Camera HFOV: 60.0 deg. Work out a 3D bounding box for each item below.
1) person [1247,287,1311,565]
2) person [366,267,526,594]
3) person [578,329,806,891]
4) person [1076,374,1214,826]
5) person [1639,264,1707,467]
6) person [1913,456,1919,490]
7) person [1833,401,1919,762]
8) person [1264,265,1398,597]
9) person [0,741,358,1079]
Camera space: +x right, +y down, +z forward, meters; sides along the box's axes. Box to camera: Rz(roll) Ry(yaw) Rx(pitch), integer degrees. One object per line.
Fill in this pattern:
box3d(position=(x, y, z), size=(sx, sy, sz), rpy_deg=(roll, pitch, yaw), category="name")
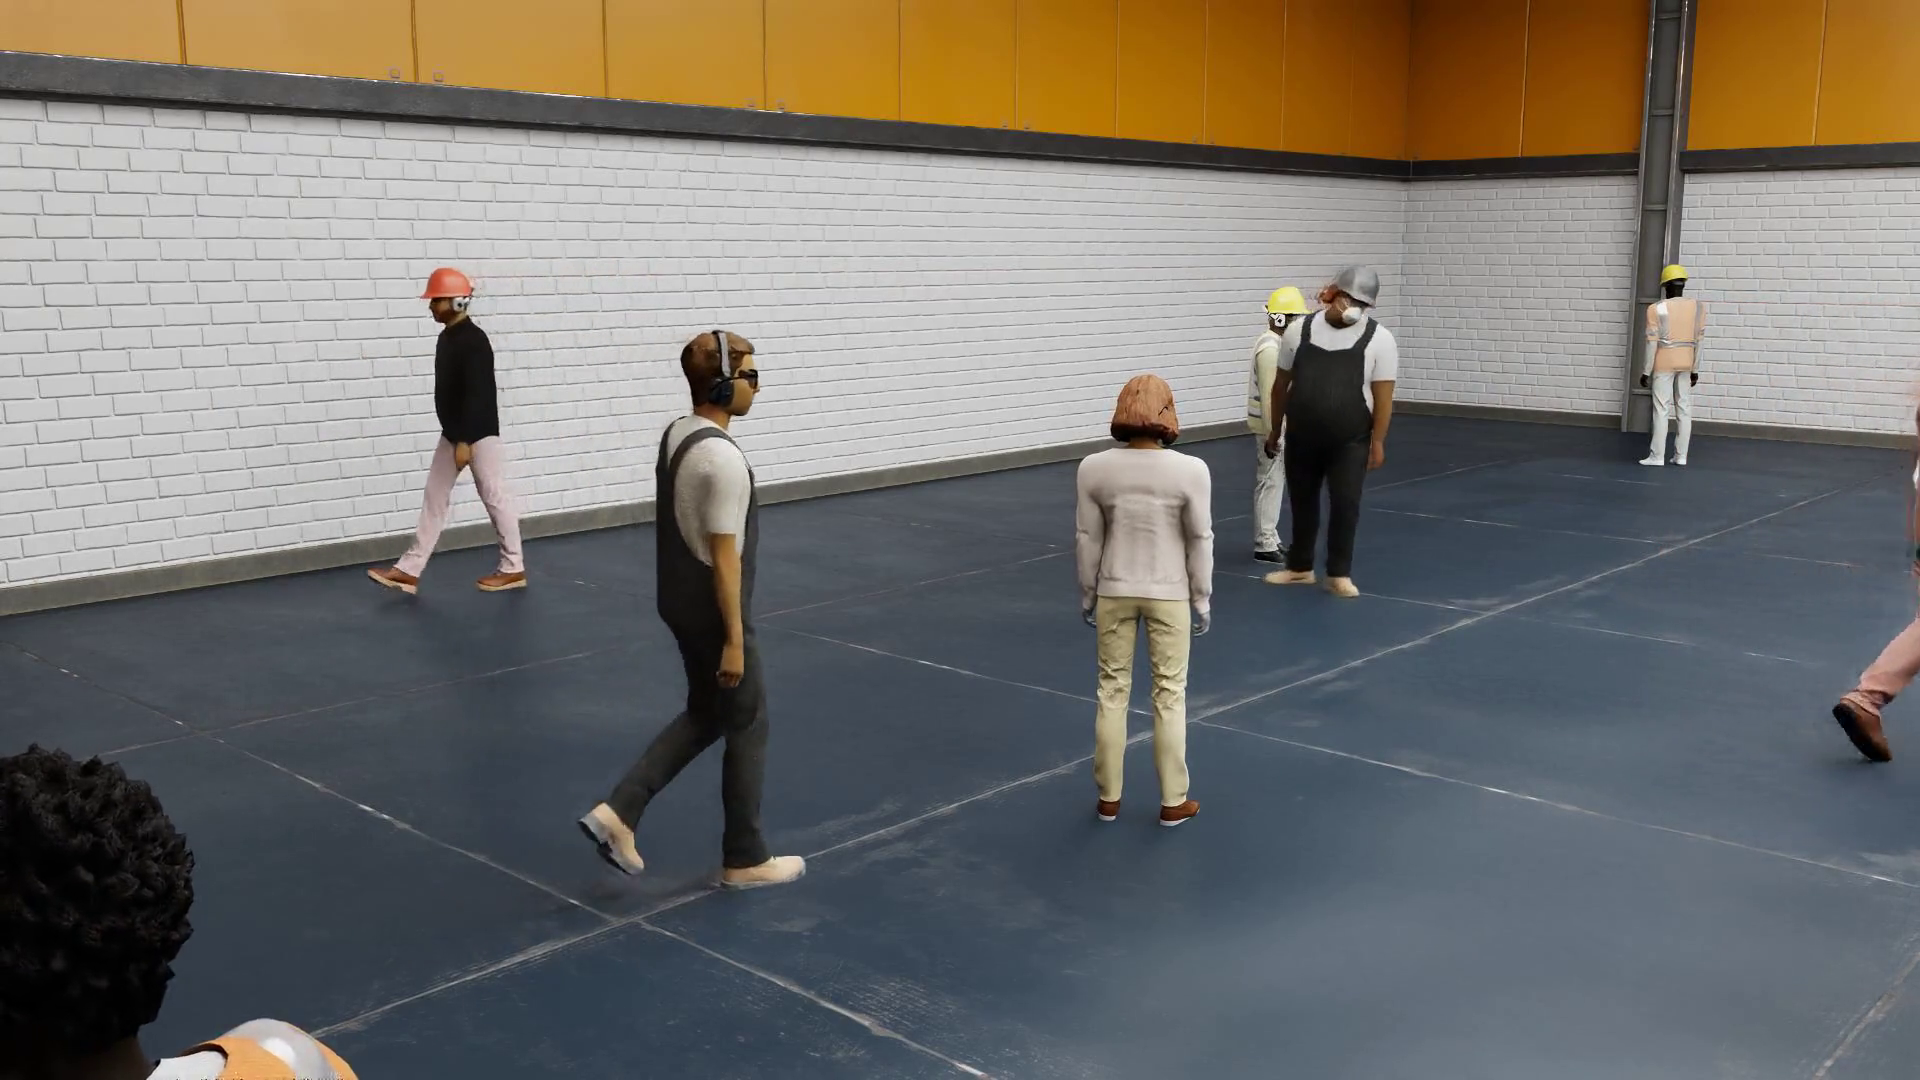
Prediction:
box3d(position=(2.099, -0.747, 10.957), size=(0.403, 1.827, 0.589), rpy_deg=(3, 10, 18), category="person")
box3d(position=(-3.049, -0.621, 9.861), size=(0.981, 1.946, 0.652), rpy_deg=(-8, 13, -39), category="person")
box3d(position=(-0.844, 0.251, 5.263), size=(0.632, 1.828, 0.526), rpy_deg=(-6, 12, -31), category="person")
box3d(position=(0.662, 0.221, 5.987), size=(0.497, 1.632, 0.289), rpy_deg=(3, 10, 18), category="person")
box3d(position=(6.747, -1.645, 15.793), size=(0.585, 1.920, 0.374), rpy_deg=(-1, 10, -8), category="person")
box3d(position=(6.528, -0.720, 10.778), size=(0.437, 1.829, 0.654), rpy_deg=(-5, 11, -26), category="person")
box3d(position=(4.010, -0.001, 6.620), size=(0.863, 1.864, 0.664), rpy_deg=(-3, 10, -14), category="person")
box3d(position=(2.177, -0.678, 9.942), size=(0.802, 2.000, 0.585), rpy_deg=(5, 11, 28), category="person")
box3d(position=(-0.678, 0.998, 1.410), size=(0.319, 1.695, 0.535), rpy_deg=(3, 10, 17), category="person")
